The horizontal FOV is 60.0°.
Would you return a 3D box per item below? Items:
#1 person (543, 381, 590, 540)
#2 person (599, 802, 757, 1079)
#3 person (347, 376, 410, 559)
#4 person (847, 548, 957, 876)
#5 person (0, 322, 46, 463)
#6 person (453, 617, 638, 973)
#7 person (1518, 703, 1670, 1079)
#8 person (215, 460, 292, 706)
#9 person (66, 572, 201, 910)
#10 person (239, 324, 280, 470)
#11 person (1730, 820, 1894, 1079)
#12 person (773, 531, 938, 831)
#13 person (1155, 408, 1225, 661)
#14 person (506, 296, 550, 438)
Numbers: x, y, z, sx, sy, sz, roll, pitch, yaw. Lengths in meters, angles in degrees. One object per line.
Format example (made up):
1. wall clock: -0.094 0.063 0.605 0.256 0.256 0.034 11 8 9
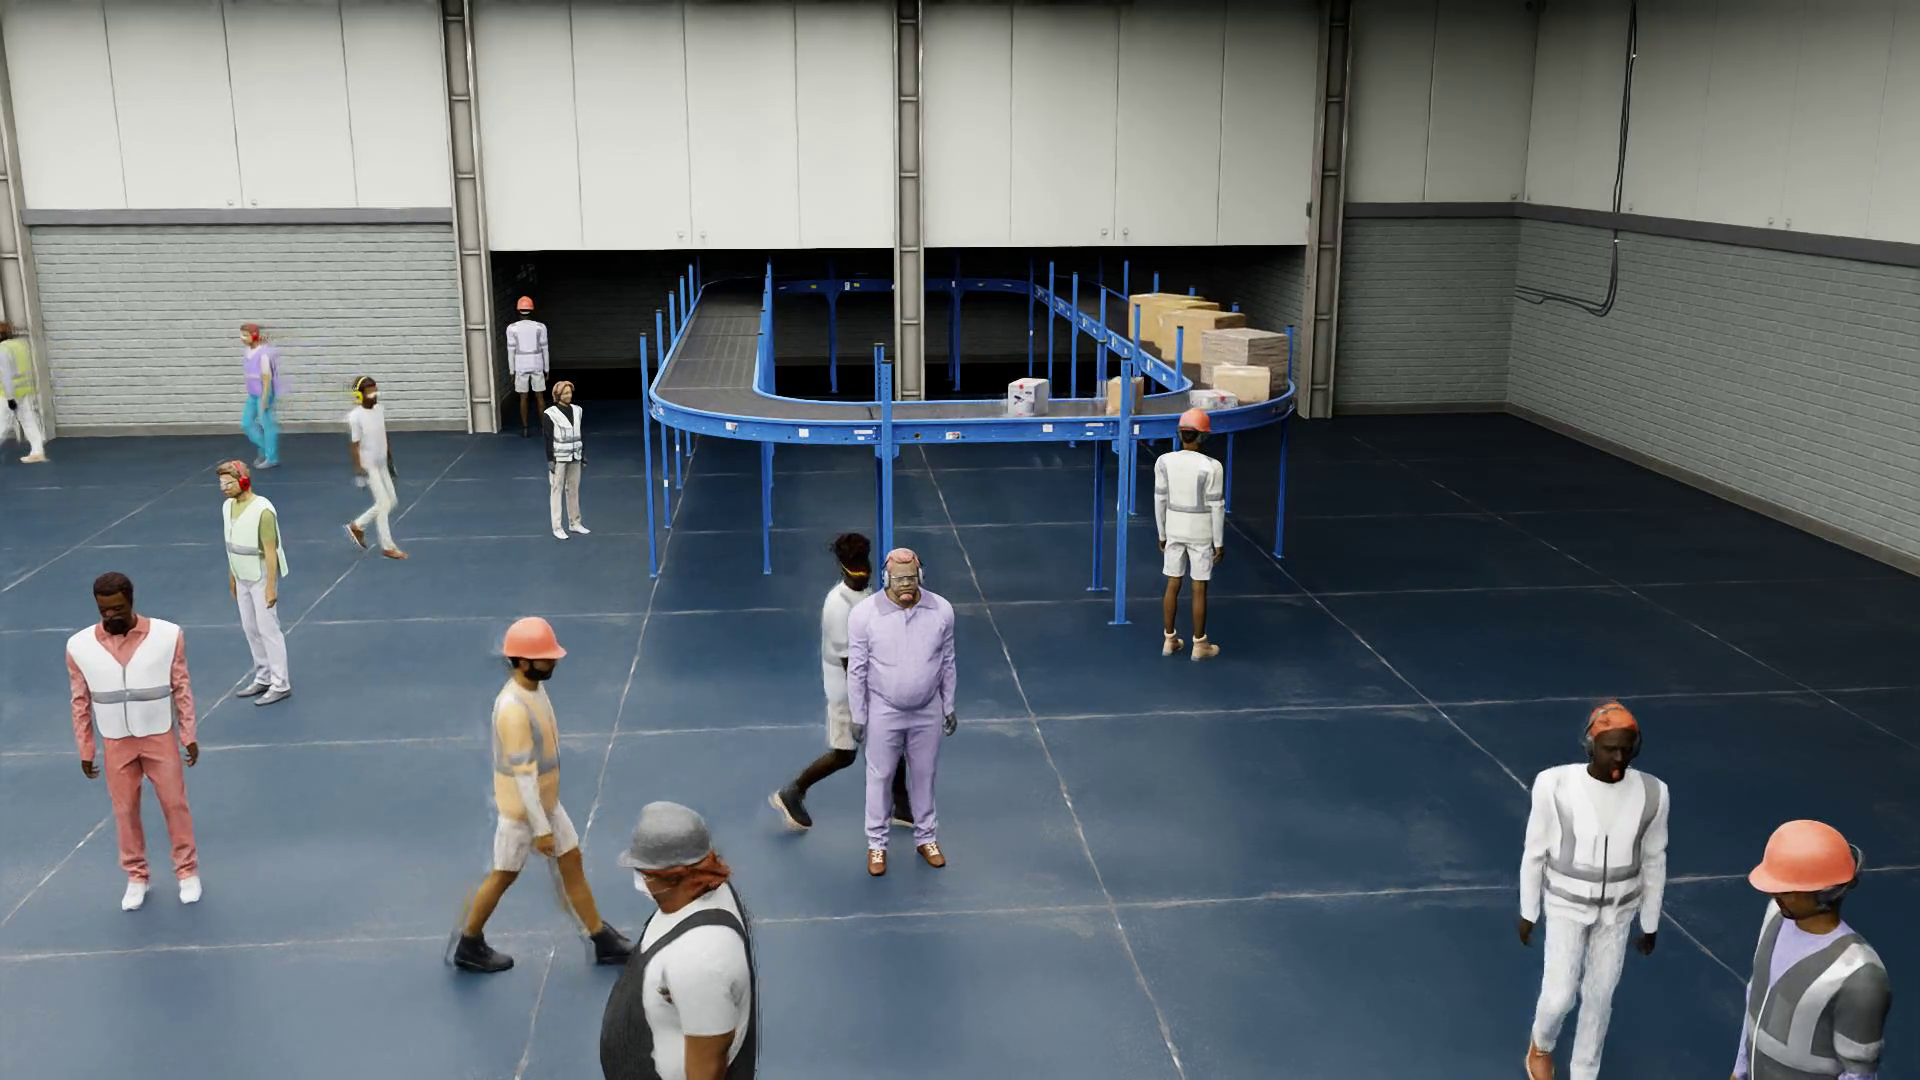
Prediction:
1. person: -4.108 -0.843 17.333 0.308 1.644 0.510 9 17 33
2. person: -0.928 1.847 5.763 0.620 2.000 0.712 -2 14 -6
3. person: -5.806 -0.722 16.443 0.656 1.841 0.544 3 14 13
4. person: -0.319 0.975 9.525 0.651 1.907 0.409 -4 15 -17
5. person: -12.155 -1.848 21.005 0.934 1.802 0.650 -3 14 -10
6. person: -2.126 1.294 8.306 1.016 1.882 0.567 0 14 0
7. person: 2.701 1.594 7.114 0.599 1.873 0.424 1 14 3
8. person: -5.240 0.301 12.380 0.580 1.830 0.402 10 17 35
9. person: -4.503 1.079 9.115 0.603 1.906 0.387 -5 15 -18
10. person: -8.735 -1.779 20.690 0.601 1.827 0.490 13 19 43
11. person: 2.783 1.890 5.610 0.399 2.033 0.605 -1 14 -4
12. person: -0.643 0.857 10.000 0.911 1.903 0.590 5 15 19
13. person: 1.850 -0.046 13.337 0.608 2.042 0.375 10 17 34
14. person: -5.927 -2.375 22.868 0.550 1.935 0.376 -4 15 -17
